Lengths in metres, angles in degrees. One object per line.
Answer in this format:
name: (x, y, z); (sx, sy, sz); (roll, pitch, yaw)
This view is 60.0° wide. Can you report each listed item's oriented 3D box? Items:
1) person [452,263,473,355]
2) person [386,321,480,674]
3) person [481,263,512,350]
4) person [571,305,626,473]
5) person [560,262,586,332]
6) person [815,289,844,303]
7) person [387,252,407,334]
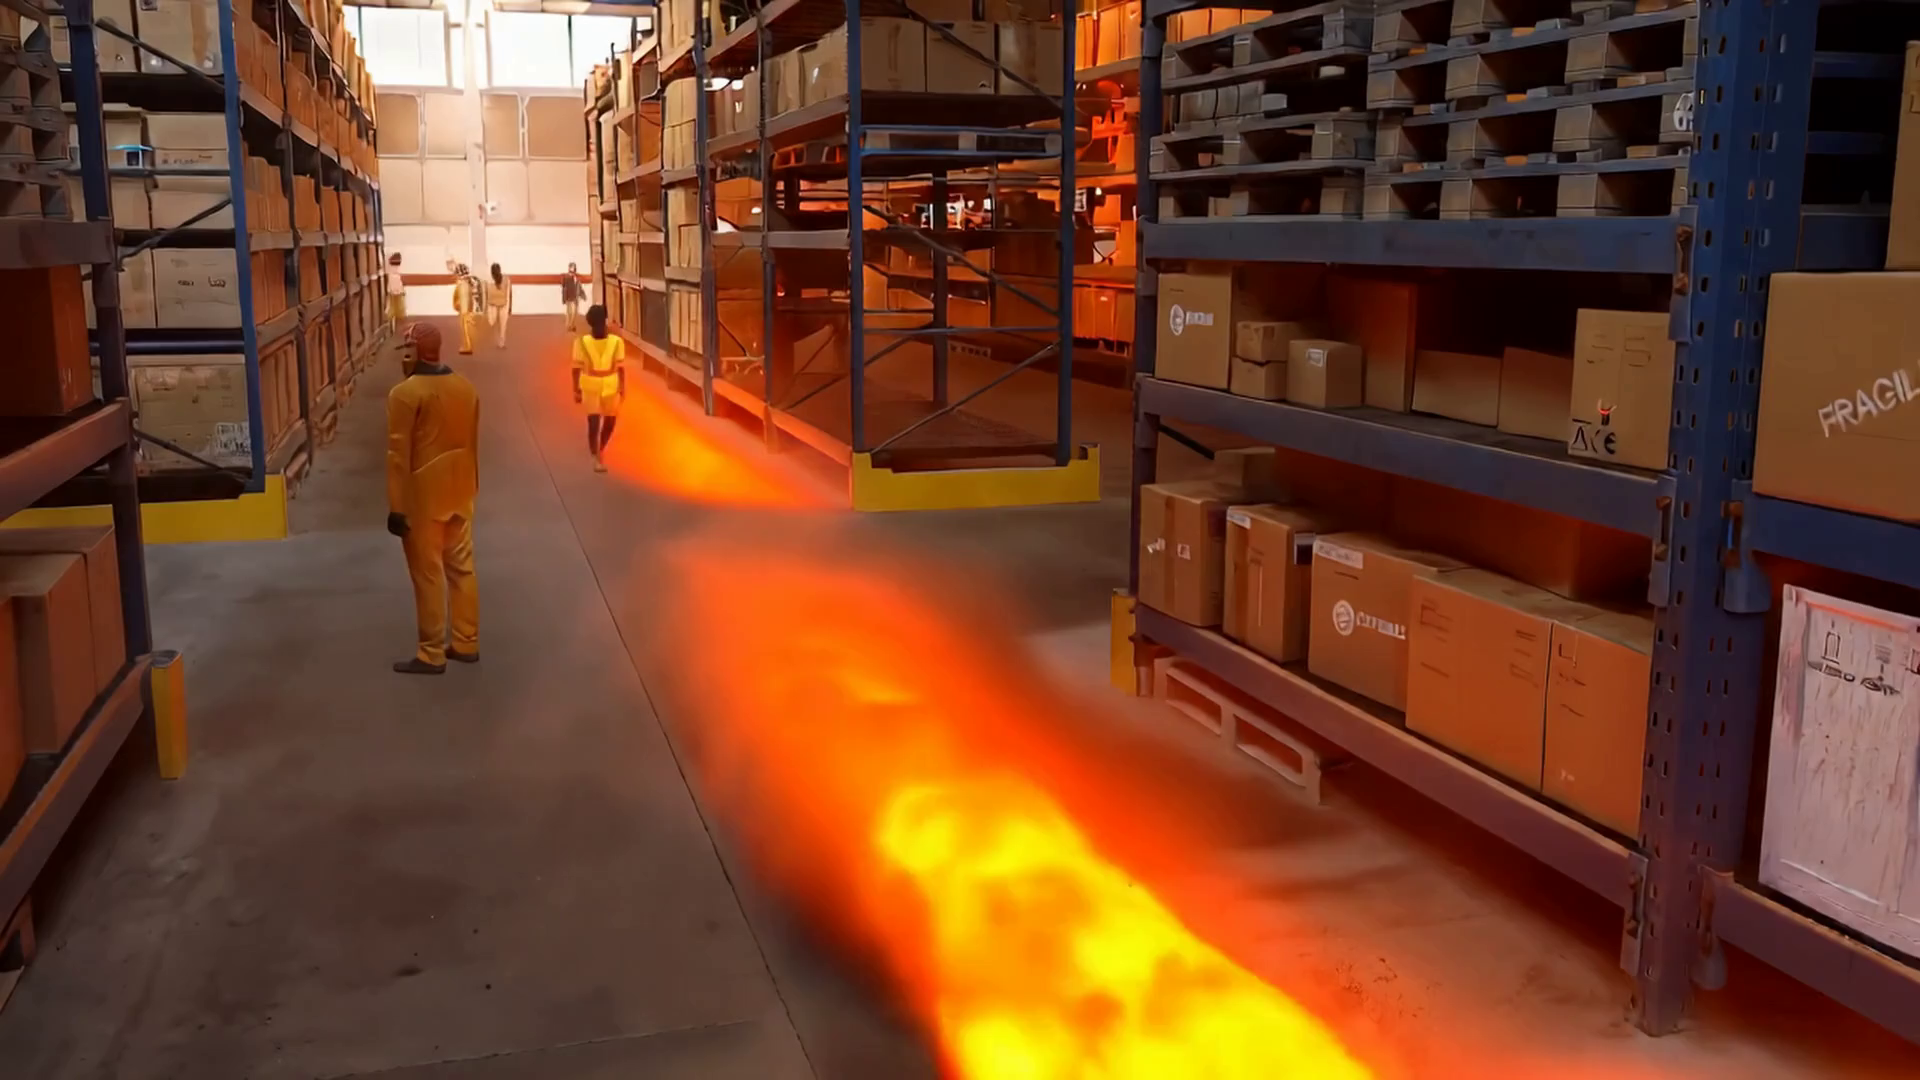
person: (-9.893, -4.594, 33.124); (0.404, 1.831, 0.600); (-3, 11, -17)
person: (-2.874, -0.229, 9.028); (0.398, 1.899, 0.647); (4, 11, 20)
person: (-9.663, -4.869, 34.698); (0.634, 1.819, 0.717); (-4, 11, -21)
person: (-3.662, -1.534, 16.744); (0.548, 1.681, 0.567); (-6, 12, -29)
person: (-9.538, -5.978, 41.036); (0.570, 1.714, 0.498); (5, 11, 24)
person: (-2.174, -3.539, 27.534); (0.544, 1.754, 0.364); (-5, 11, -24)
person: (-13.669, -5.984, 40.387); (0.535, 1.969, 0.611); (-3, 11, -16)
